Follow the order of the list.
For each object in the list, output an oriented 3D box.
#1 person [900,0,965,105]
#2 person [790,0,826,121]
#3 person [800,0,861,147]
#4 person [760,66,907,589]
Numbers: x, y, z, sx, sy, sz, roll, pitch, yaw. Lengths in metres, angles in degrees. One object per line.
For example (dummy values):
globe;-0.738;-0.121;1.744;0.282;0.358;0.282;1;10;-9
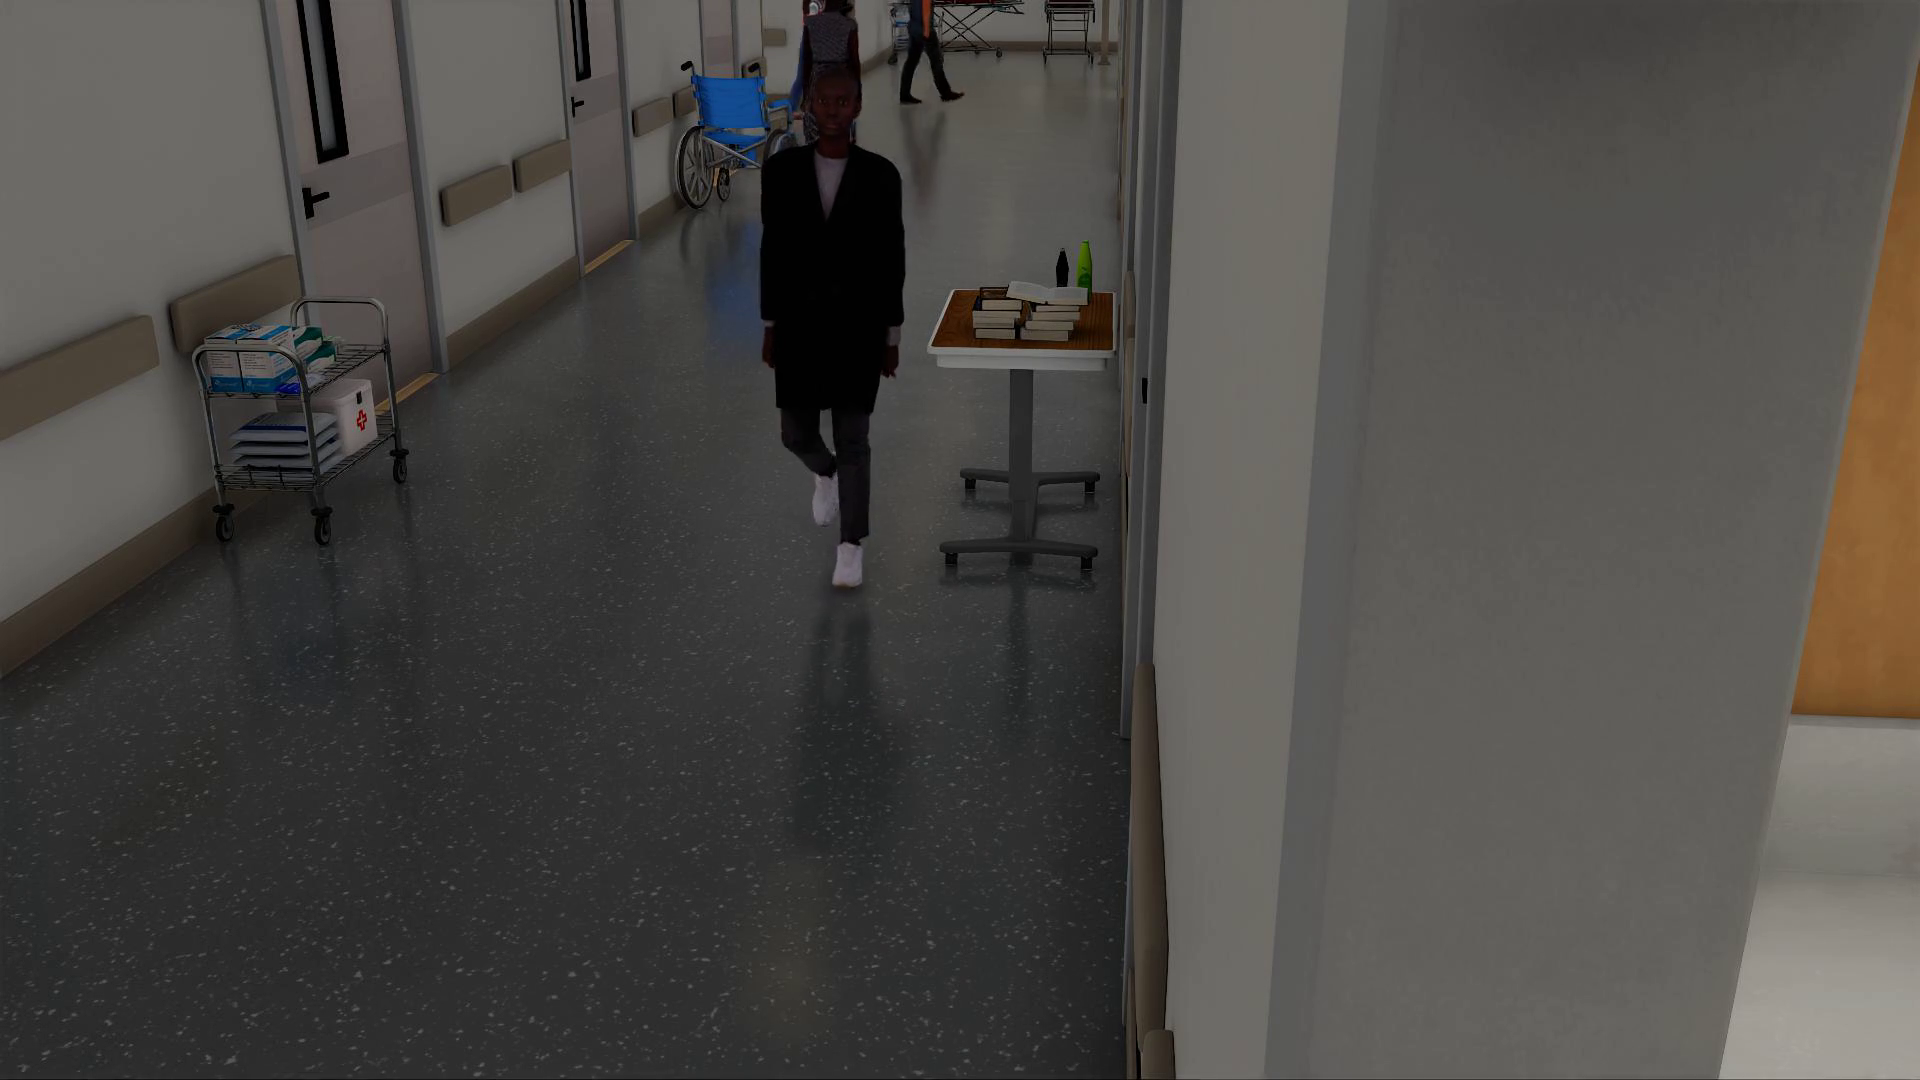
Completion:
person;-0.545;-6.089;19.846;1.040;1.781;1.079;-9;23;-23
person;-1.682;-5.381;18.278;1.097;1.568;1.034;-17;27;-38
person;-0.980;-3.216;12.282;0.620;1.766;0.950;3;21;7
person;-0.435;-0.740;5.769;0.637;1.748;0.864;2;21;4
